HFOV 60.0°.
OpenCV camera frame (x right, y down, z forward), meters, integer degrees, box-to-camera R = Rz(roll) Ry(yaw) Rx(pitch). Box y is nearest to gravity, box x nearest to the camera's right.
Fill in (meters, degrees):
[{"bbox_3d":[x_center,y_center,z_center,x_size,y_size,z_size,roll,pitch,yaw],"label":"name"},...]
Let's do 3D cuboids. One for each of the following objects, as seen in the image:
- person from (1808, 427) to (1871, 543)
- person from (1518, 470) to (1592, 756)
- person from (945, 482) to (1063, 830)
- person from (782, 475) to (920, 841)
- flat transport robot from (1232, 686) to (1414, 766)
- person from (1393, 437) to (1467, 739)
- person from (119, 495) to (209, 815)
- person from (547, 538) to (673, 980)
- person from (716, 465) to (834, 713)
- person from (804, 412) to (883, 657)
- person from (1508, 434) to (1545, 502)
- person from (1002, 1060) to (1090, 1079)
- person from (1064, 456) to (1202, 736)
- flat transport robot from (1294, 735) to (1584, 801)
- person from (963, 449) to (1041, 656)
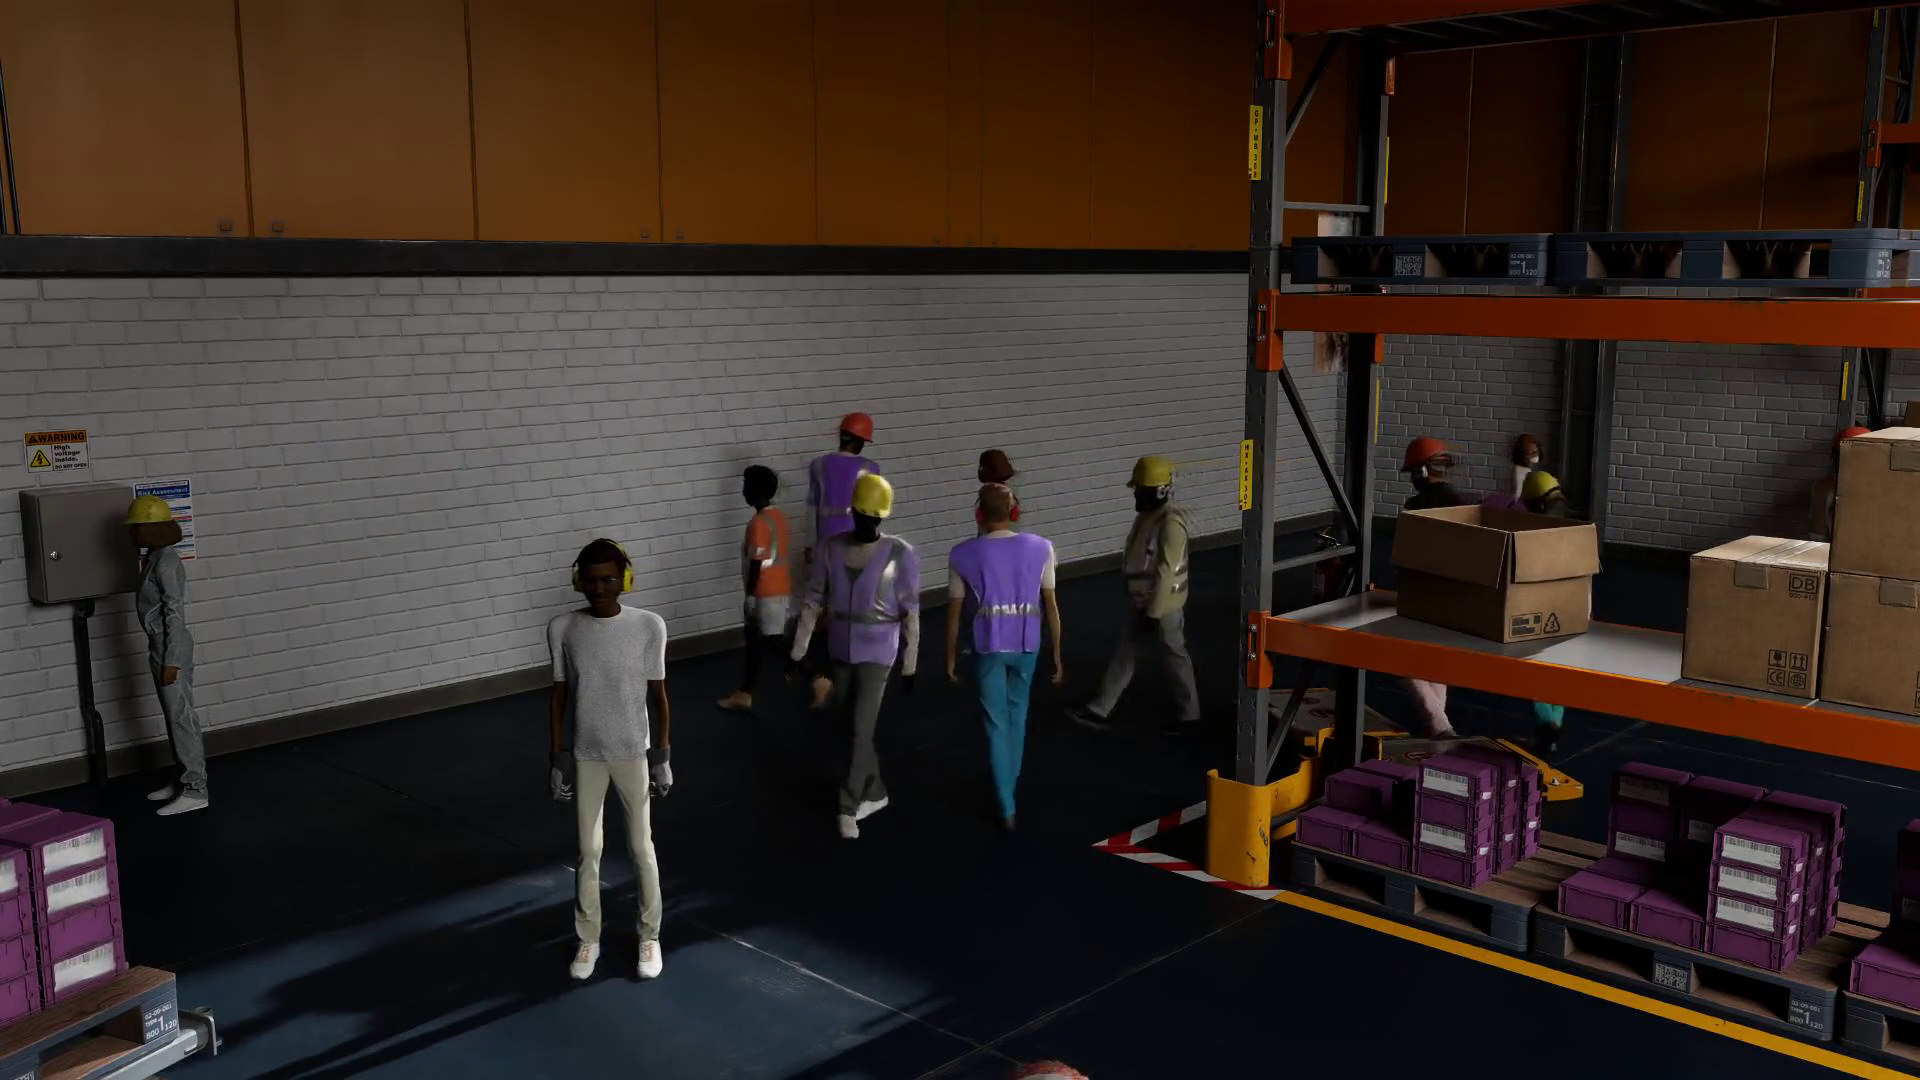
[{"bbox_3d":[5.758,0.221,10.905,0.374,1.928,0.542,1,9,6],"label":"person"},{"bbox_3d":[3.569,0.459,10.028,0.557,1.740,0.587,-1,9,-9],"label":"person"},{"bbox_3d":[0.210,0.591,8.995,0.588,1.802,0.861,-2,9,-11],"label":"person"},{"bbox_3d":[-0.540,0.600,8.721,0.671,1.897,0.588,5,10,27],"label":"person"},{"bbox_3d":[2.232,1.144,10.309,0.652,0.197,1.431,-2,9,-9],"label":"flat transport robot"},{"bbox_3d":[2.795,0.372,9.932,0.675,1.946,0.572,-7,12,-39],"label":"person"},{"bbox_3d":[-4.328,0.618,9.035,0.324,1.742,0.492,-6,11,-31],"label":"person"},{"bbox_3d":[-1.458,0.907,6.915,0.514,1.861,0.316,0,9,-2],"label":"person"},{"bbox_3d":[-1.230,0.334,11.004,0.782,1.669,0.542,0,9,1],"label":"person"},{"bbox_3d":[-0.865,0.000,12.369,0.605,1.892,0.415,2,9,11],"label":"person"},{"bbox_3d":[4.605,-0.092,13.790,0.441,1.605,0.516,5,10,26],"label":"person"},{"bbox_3d":[0.111,1.672,2.286,0.649,1.846,1.023,1,9,7],"label":"person"},{"bbox_3d":[1.127,0.370,10.412,0.910,1.782,0.604,-2,10,-13],"label":"person"},{"bbox_3d":[2.677,1.301,9.349,1.431,0.197,0.652,-2,9,-10],"label":"flat transport robot"},{"bbox_3d":[0.305,0.129,12.416,0.672,1.614,0.514,5,10,27],"label":"person"}]
